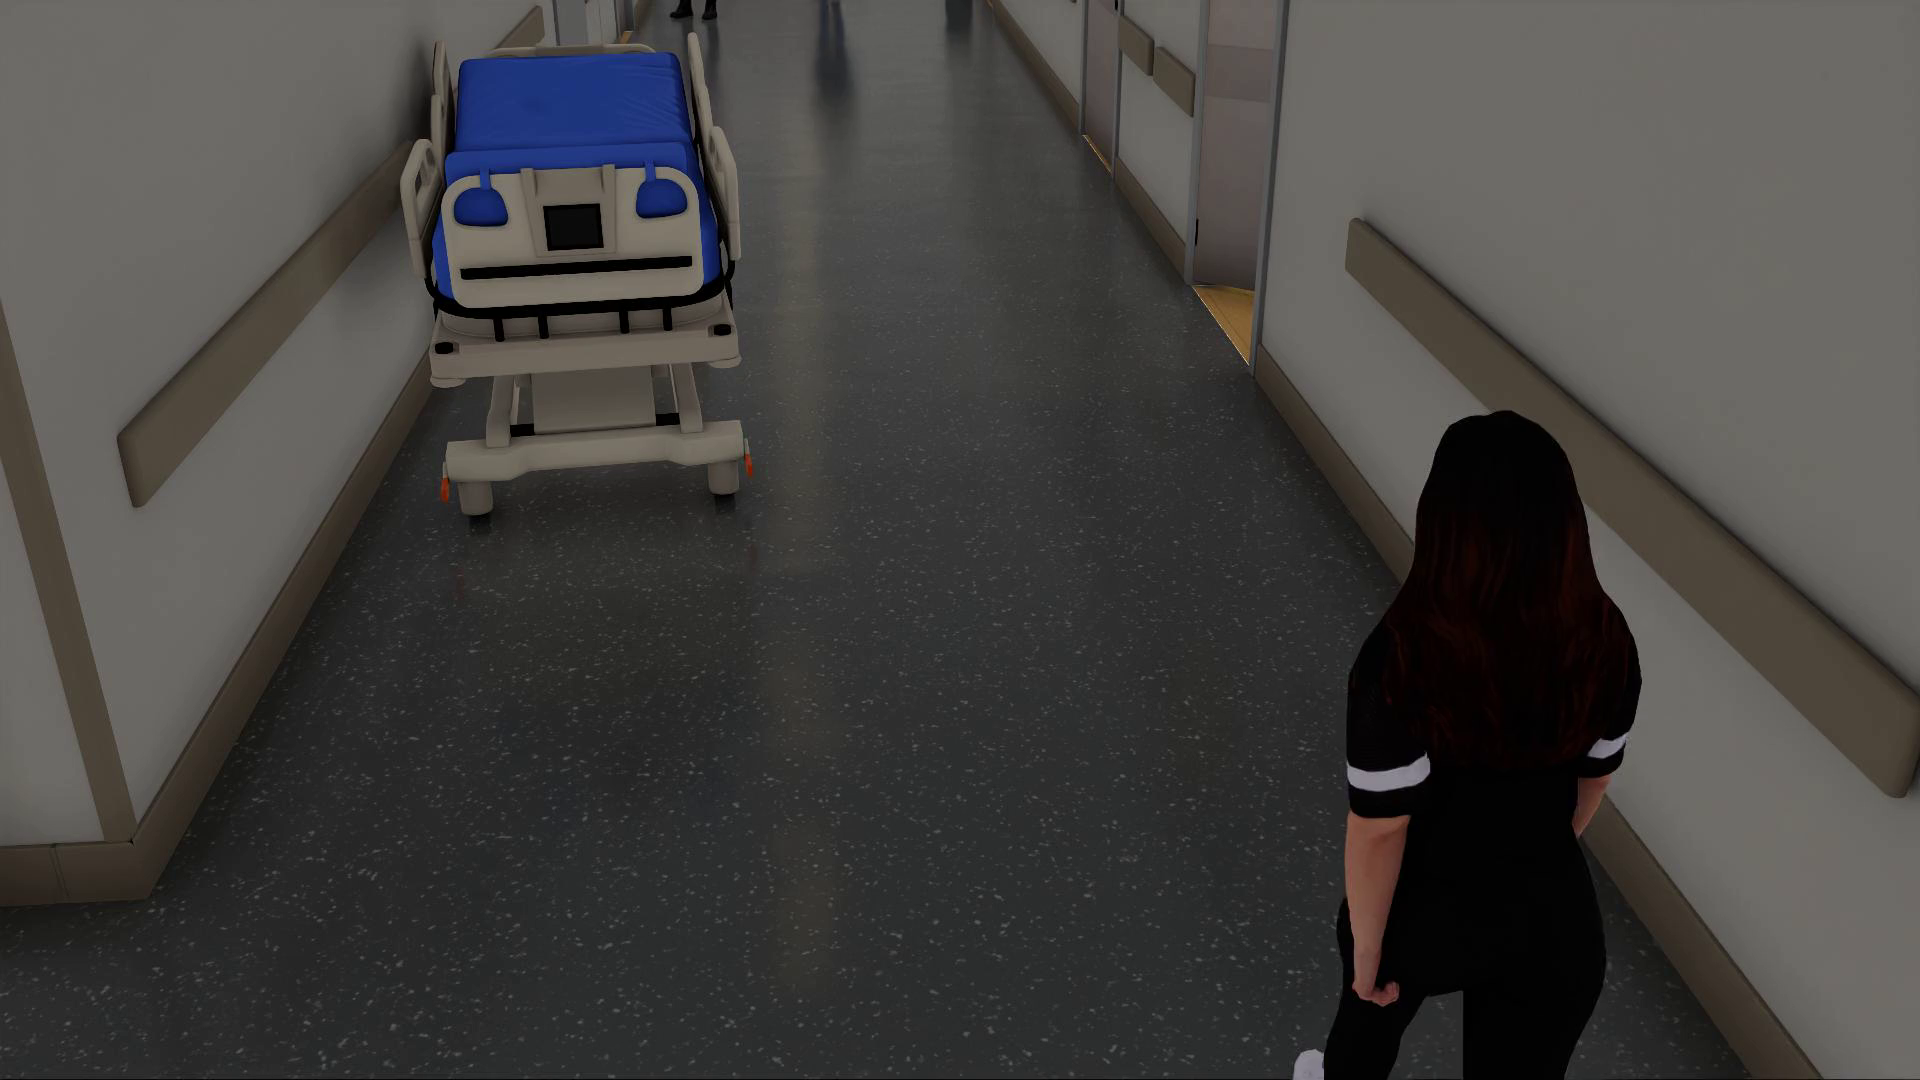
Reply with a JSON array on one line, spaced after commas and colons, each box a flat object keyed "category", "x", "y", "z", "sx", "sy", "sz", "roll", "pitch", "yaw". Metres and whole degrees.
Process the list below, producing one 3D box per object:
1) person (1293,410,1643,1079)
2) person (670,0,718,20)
[{"category": "person", "x": 0.809, "y": 0.633, "z": 2.513, "sx": 1.043, "sy": 1.594, "sz": 0.663, "roll": -2, "pitch": 26, "yaw": -4}, {"category": "person", "x": -2.564, "y": -5.954, "z": 15.901, "sx": 0.667, "sy": 1.831, "sz": 0.802, "roll": 9, "pitch": 27, "yaw": 18}]
